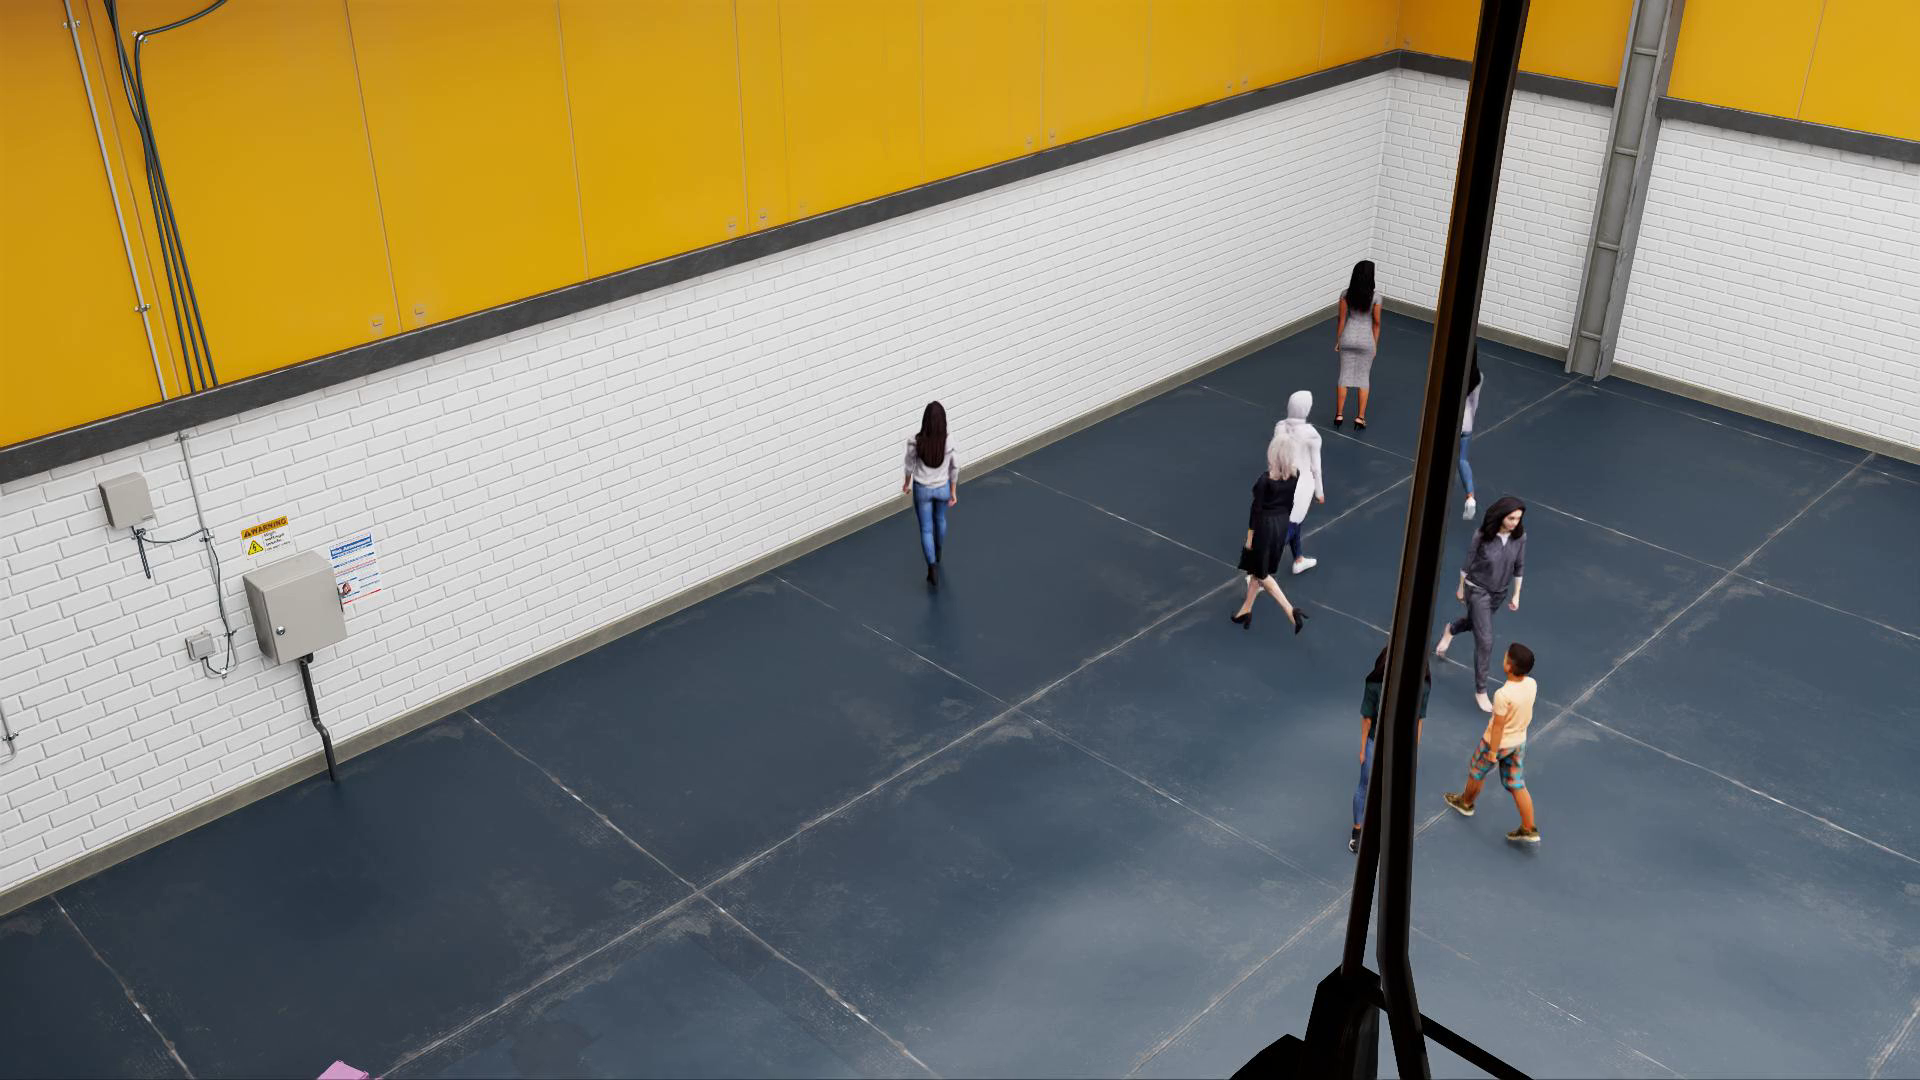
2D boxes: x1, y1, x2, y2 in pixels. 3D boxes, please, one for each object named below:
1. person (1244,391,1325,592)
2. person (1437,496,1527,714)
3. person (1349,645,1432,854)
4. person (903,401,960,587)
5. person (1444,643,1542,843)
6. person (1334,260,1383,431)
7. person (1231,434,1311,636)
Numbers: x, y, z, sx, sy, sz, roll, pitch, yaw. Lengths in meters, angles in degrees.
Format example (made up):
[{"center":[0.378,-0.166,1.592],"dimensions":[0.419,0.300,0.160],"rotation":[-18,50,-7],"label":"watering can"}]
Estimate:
[{"center":[2.738,-0.373,13.915],"dimensions":[0.797,1.744,1.102],"rotation":[-18,34,-30],"label":"person"},{"center":[3.920,0.375,12.596],"dimensions":[1.058,1.693,1.250],"rotation":[-5,29,-8],"label":"person"},{"center":[2.819,1.334,10.920],"dimensions":[0.705,1.615,0.770],"rotation":[1,29,2],"label":"person"},{"center":[-0.239,-0.373,14.063],"dimensions":[0.886,1.602,1.037],"rotation":[-7,29,-13],"label":"person"},{"center":[3.678,1.372,11.032],"dimensions":[0.715,1.440,1.031],"rotation":[-15,32,-25],"label":"person"},{"center":[4.001,-1.954,16.775],"dimensions":[0.578,1.780,0.708],"rotation":[12,31,20],"label":"person"},{"center":[2.514,0.012,13.235],"dimensions":[0.690,1.719,0.981],"rotation":[-23,36,-36],"label":"person"}]
